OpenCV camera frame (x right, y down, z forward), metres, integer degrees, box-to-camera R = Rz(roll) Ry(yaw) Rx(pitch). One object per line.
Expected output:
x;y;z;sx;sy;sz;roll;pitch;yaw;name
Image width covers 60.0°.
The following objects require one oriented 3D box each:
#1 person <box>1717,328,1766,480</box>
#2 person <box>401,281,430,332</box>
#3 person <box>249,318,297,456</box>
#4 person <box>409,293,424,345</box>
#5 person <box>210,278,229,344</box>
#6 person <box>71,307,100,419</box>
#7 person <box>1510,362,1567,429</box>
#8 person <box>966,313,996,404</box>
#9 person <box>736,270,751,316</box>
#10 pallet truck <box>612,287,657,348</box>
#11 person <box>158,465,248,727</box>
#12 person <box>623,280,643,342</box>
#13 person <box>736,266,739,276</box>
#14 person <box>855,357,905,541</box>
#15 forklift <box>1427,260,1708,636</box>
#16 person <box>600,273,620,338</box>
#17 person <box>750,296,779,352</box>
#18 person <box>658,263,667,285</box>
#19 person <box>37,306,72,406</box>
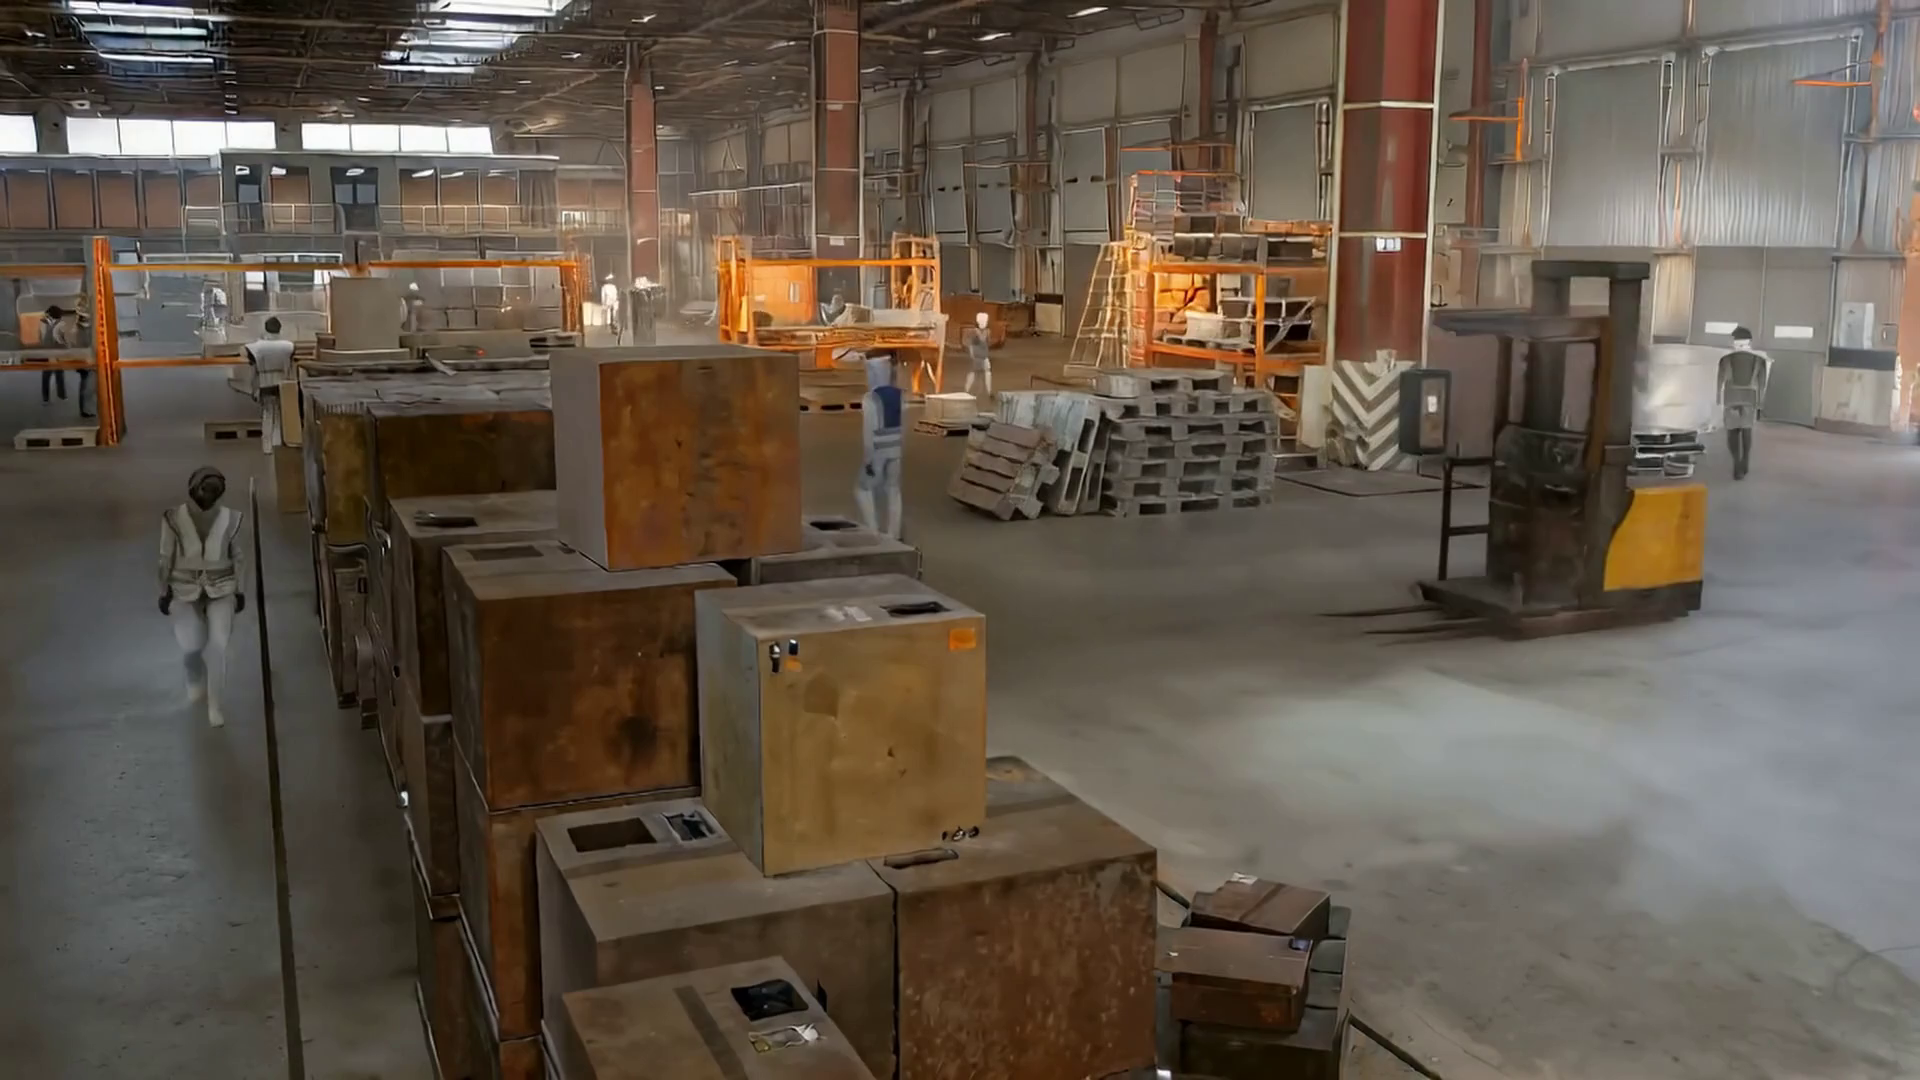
9.784;-1.710;20.879;0.544;1.878;0.963;3;11;14;person
-14.181;-5.776;43.275;0.636;1.893;1.007;1;10;7;person
-9.455;-2.093;22.931;0.608;1.909;0.401;-3;11;-18;person
-12.664;-4.933;39.060;0.713;1.719;0.488;-3;11;-15;person
-19.993;-6.094;44.927;0.461;1.926;0.560;5;12;28;person
-14.549;-2.951;27.753;0.319;1.865;0.521;4;11;21;person
5.166;-0.677;15.028;0.547;1.934;0.376;-1;10;-4;person
0.342;-3.333;30.435;0.538;1.655;0.862;-5;11;-25;person
-8.438;-9.496;64.042;0.983;1.799;0.636;6;12;31;person
-6.464;-4.406;35.401;0.823;1.965;1.885;6;12;32;pallet truck
-4.715;0.323;10.382;0.534;1.616;0.559;-5;11;-24;person
-9.461;-6.632;48.203;0.647;1.808;0.688;5;11;26;person
-9.105;-10.251;67.935;0.619;1.874;0.971;-4;11;-21;person
-0.783;-0.833;16.055;0.564;1.864;0.596;9;14;41;person
4.850;-0.791;13.045;1.873;2.768;1.129;-4;11;-23;forklift
-10.528;-7.034;50.022;0.602;1.949;0.389;-7;13;-35;person
-3.878;-3.837;32.612;0.601;1.883;0.992;7;12;34;person
-13.305;-11.380;73.878;0.620;1.985;0.413;-3;11;-17;person
-16.396;-3.321;30.041;0.607;1.783;0.942;-1;10;-5;person
